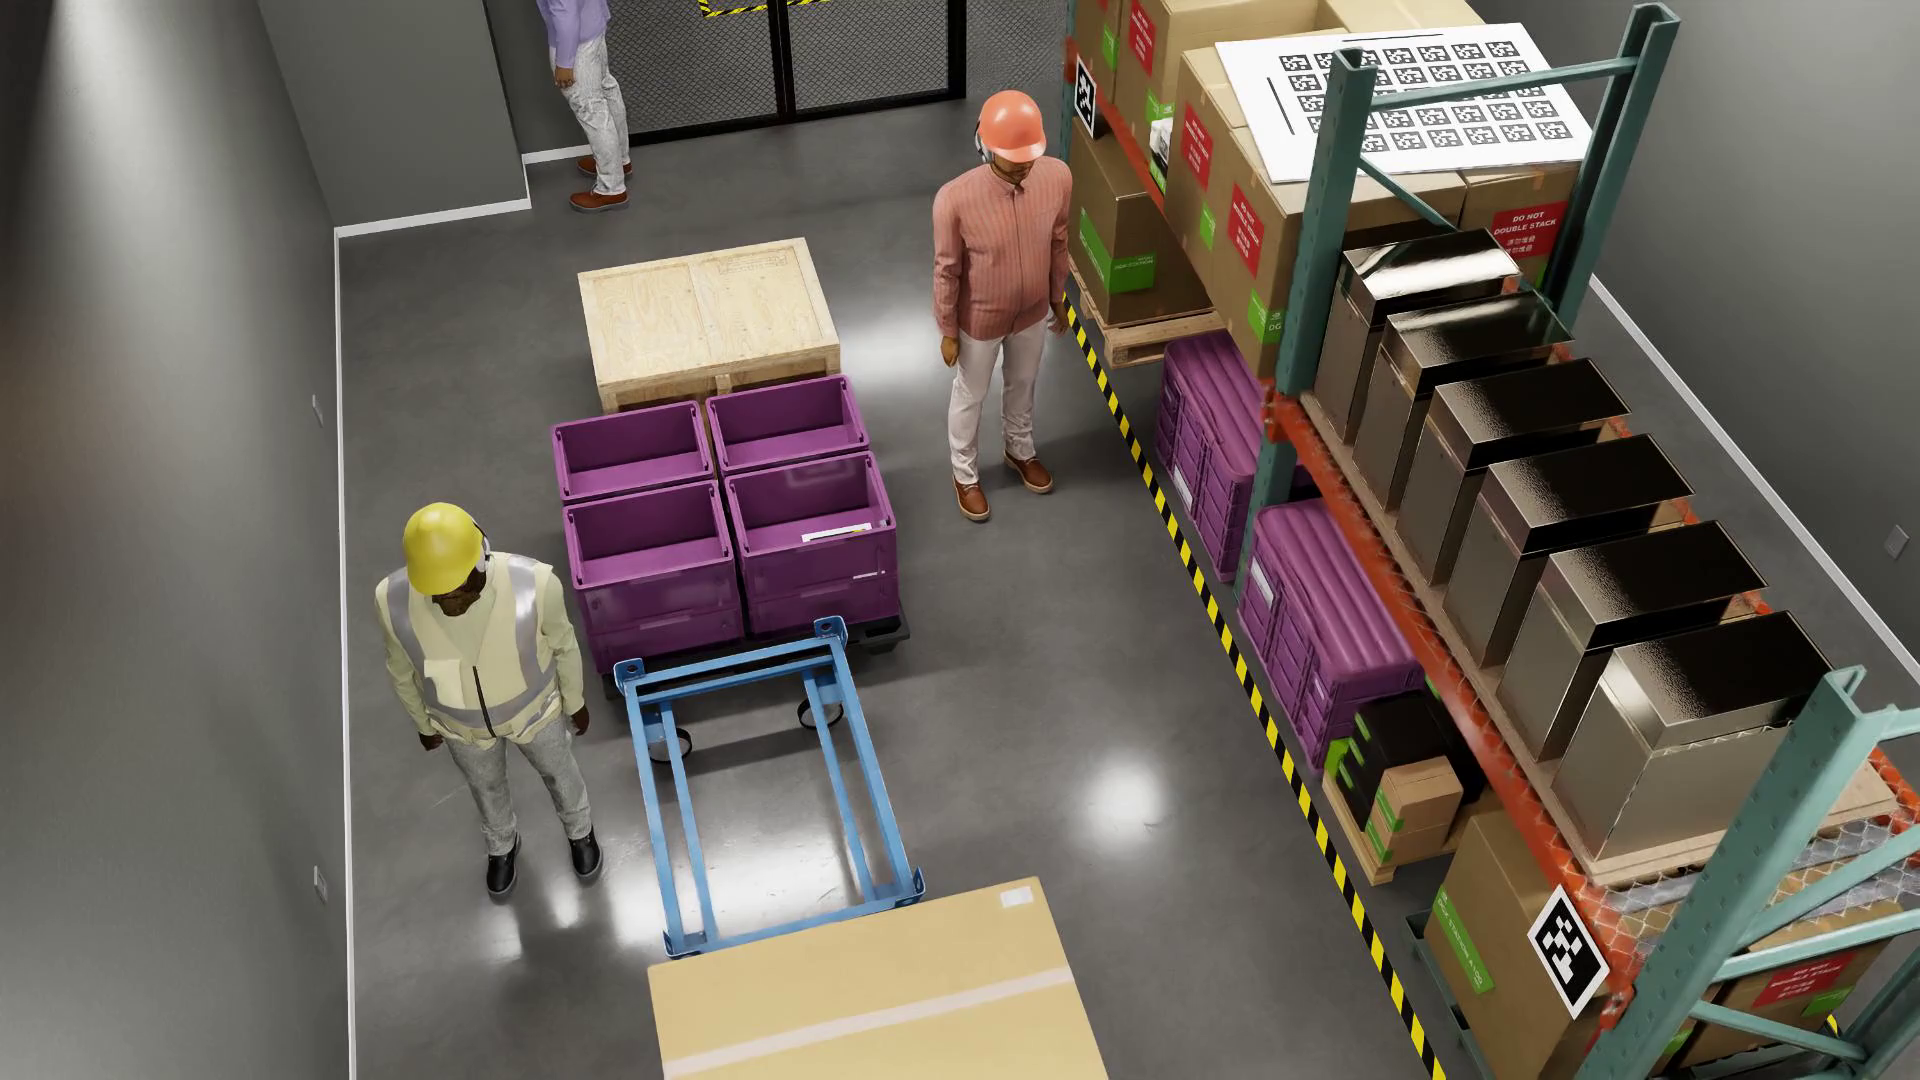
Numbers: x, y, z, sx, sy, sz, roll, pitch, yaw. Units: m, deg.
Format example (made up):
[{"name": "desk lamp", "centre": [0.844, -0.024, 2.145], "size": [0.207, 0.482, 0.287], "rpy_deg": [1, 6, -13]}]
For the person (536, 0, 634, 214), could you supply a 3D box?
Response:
[{"name": "person", "centre": [-1.899, -2.511, 8.193], "size": [0.353, 1.937, 0.635], "rpy_deg": [1, 47, 1]}]

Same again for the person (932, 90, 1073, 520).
[{"name": "person", "centre": [0.176, -0.928, 6.701], "size": [0.610, 1.995, 0.375], "rpy_deg": [-23, 51, -19]}]

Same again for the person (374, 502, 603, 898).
[{"name": "person", "centre": [-1.519, 0.542, 5.459], "size": [0.593, 1.833, 0.404], "rpy_deg": [-9, 48, -8]}]
